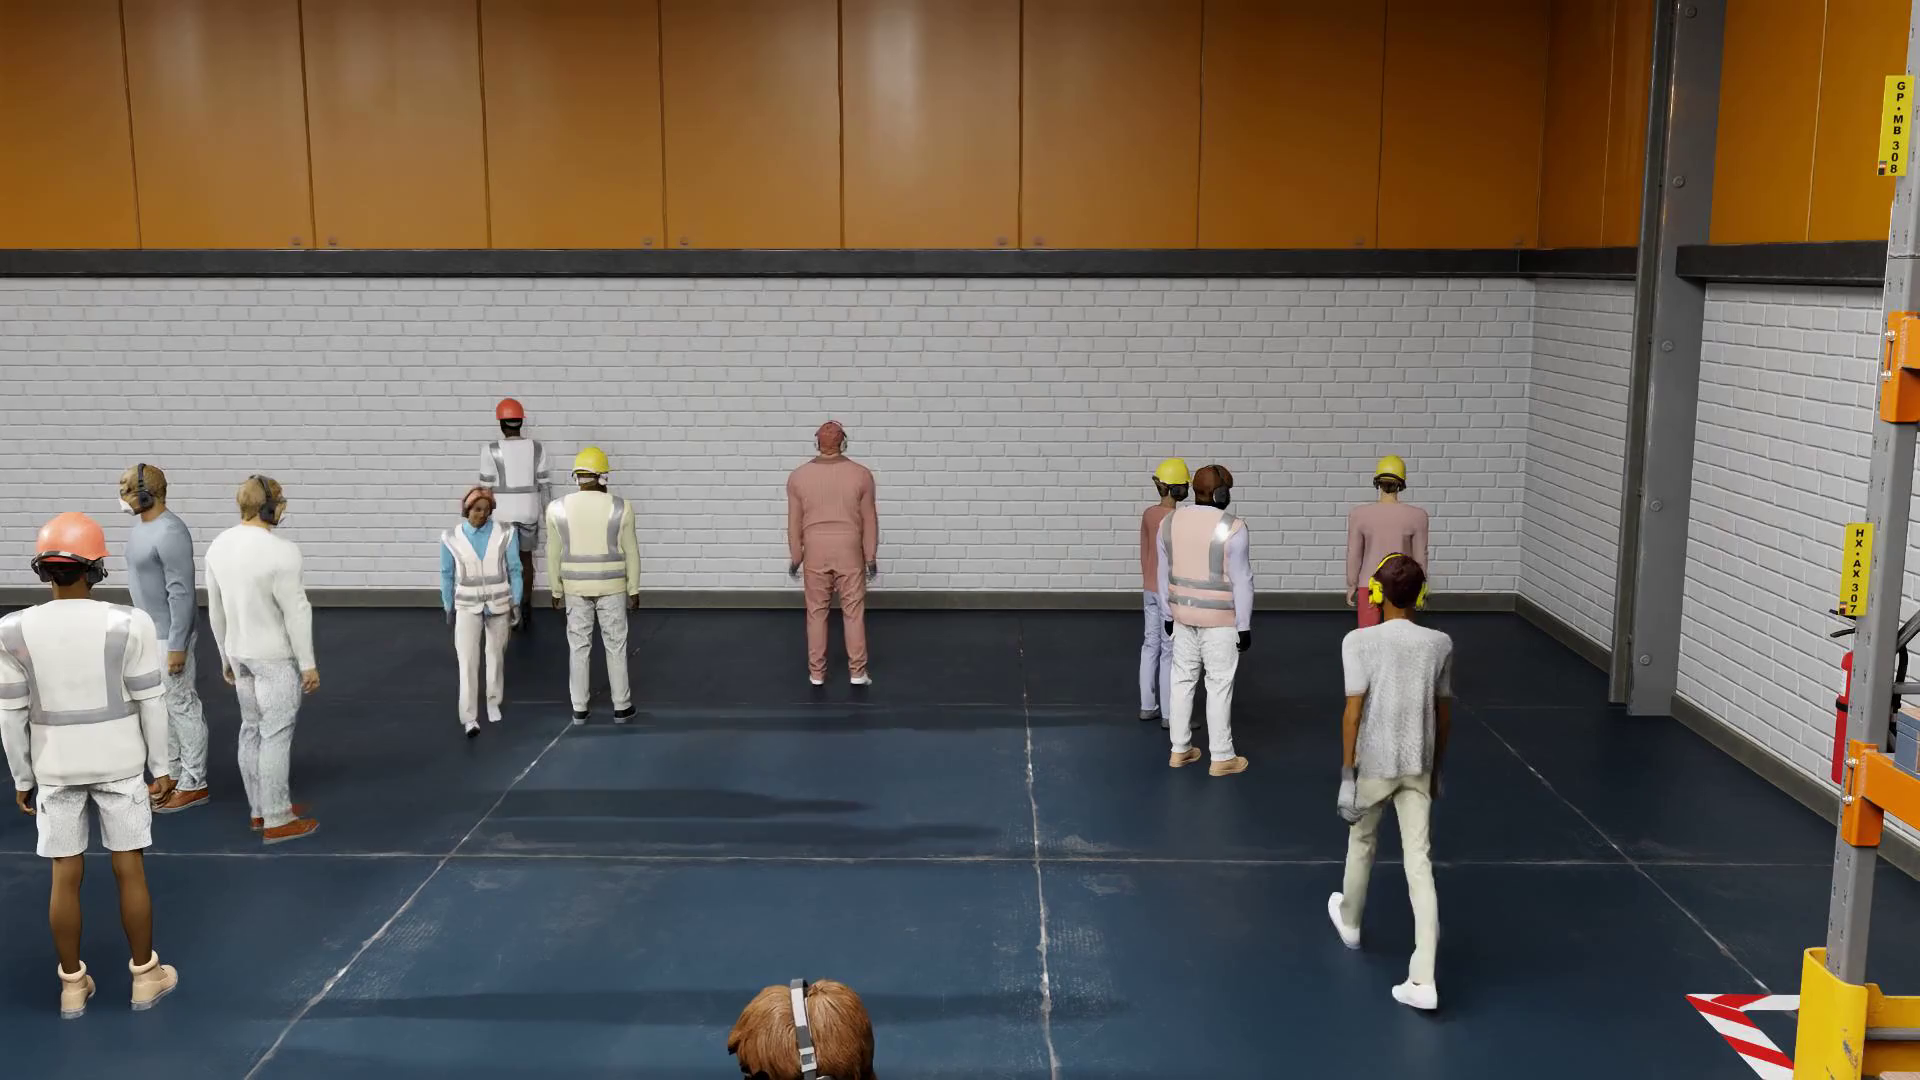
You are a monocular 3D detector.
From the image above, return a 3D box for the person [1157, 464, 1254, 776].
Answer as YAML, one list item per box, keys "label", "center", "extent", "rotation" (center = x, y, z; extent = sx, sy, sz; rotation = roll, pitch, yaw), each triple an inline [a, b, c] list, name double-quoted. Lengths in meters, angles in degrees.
- label: "person"
  center: [1.472, 0.469, 9.868]
  extent: [0.633, 1.839, 0.429]
  rotation: [9, 13, 42]

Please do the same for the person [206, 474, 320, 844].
- label: "person"
  center: [-3.639, 0.613, 8.726]
  extent: [0.636, 1.937, 0.364]
  rotation: [5, 11, 28]

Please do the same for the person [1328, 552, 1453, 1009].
- label: "person"
  center: [1.794, 0.971, 6.968]
  extent: [0.541, 1.807, 1.042]
  rotation: [-1, 10, -4]

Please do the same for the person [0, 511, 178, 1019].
- label: "person"
  center: [-3.488, 0.901, 6.668]
  extent: [0.608, 2.044, 0.370]
  rotation: [-2, 10, -15]

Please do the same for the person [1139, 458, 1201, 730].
- label: "person"
  center: [1.361, 0.347, 10.813]
  extent: [0.315, 1.770, 0.524]
  rotation: [-4, 10, -25]

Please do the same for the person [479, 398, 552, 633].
- label: "person"
  center: [-3.717, -0.221, 13.782]
  extent: [0.570, 1.911, 0.778]
  rotation: [-6, 11, -31]

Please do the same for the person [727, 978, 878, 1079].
- label: "person"
  center: [-0.224, 1.640, 2.900]
  extent: [0.429, 1.830, 0.632]
  rotation: [-2, 10, -12]

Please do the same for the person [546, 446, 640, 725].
- label: "person"
  center: [-2.391, 0.300, 10.905]
  extent: [0.597, 1.828, 0.403]
  rotation: [-1, 9, -3]

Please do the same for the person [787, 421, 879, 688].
- label: "person"
  center: [-0.905, 0.124, 11.827]
  extent: [0.666, 1.923, 0.471]
  rotation: [0, 9, 1]

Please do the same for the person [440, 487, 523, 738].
- label: "person"
  center: [-3.056, 0.458, 10.679]
  extent: [0.506, 1.591, 0.852]
  rotation: [-3, 10, -20]

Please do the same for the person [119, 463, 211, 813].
- label: "person"
  center: [-4.401, 0.533, 9.196]
  extent: [0.375, 1.936, 0.627]
  rotation: [-8, 12, -39]

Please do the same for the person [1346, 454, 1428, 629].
- label: "person"
  center: [2.811, 0.318, 10.991]
  extent: [0.526, 1.768, 0.331]
  rotation: [2, 10, 14]
